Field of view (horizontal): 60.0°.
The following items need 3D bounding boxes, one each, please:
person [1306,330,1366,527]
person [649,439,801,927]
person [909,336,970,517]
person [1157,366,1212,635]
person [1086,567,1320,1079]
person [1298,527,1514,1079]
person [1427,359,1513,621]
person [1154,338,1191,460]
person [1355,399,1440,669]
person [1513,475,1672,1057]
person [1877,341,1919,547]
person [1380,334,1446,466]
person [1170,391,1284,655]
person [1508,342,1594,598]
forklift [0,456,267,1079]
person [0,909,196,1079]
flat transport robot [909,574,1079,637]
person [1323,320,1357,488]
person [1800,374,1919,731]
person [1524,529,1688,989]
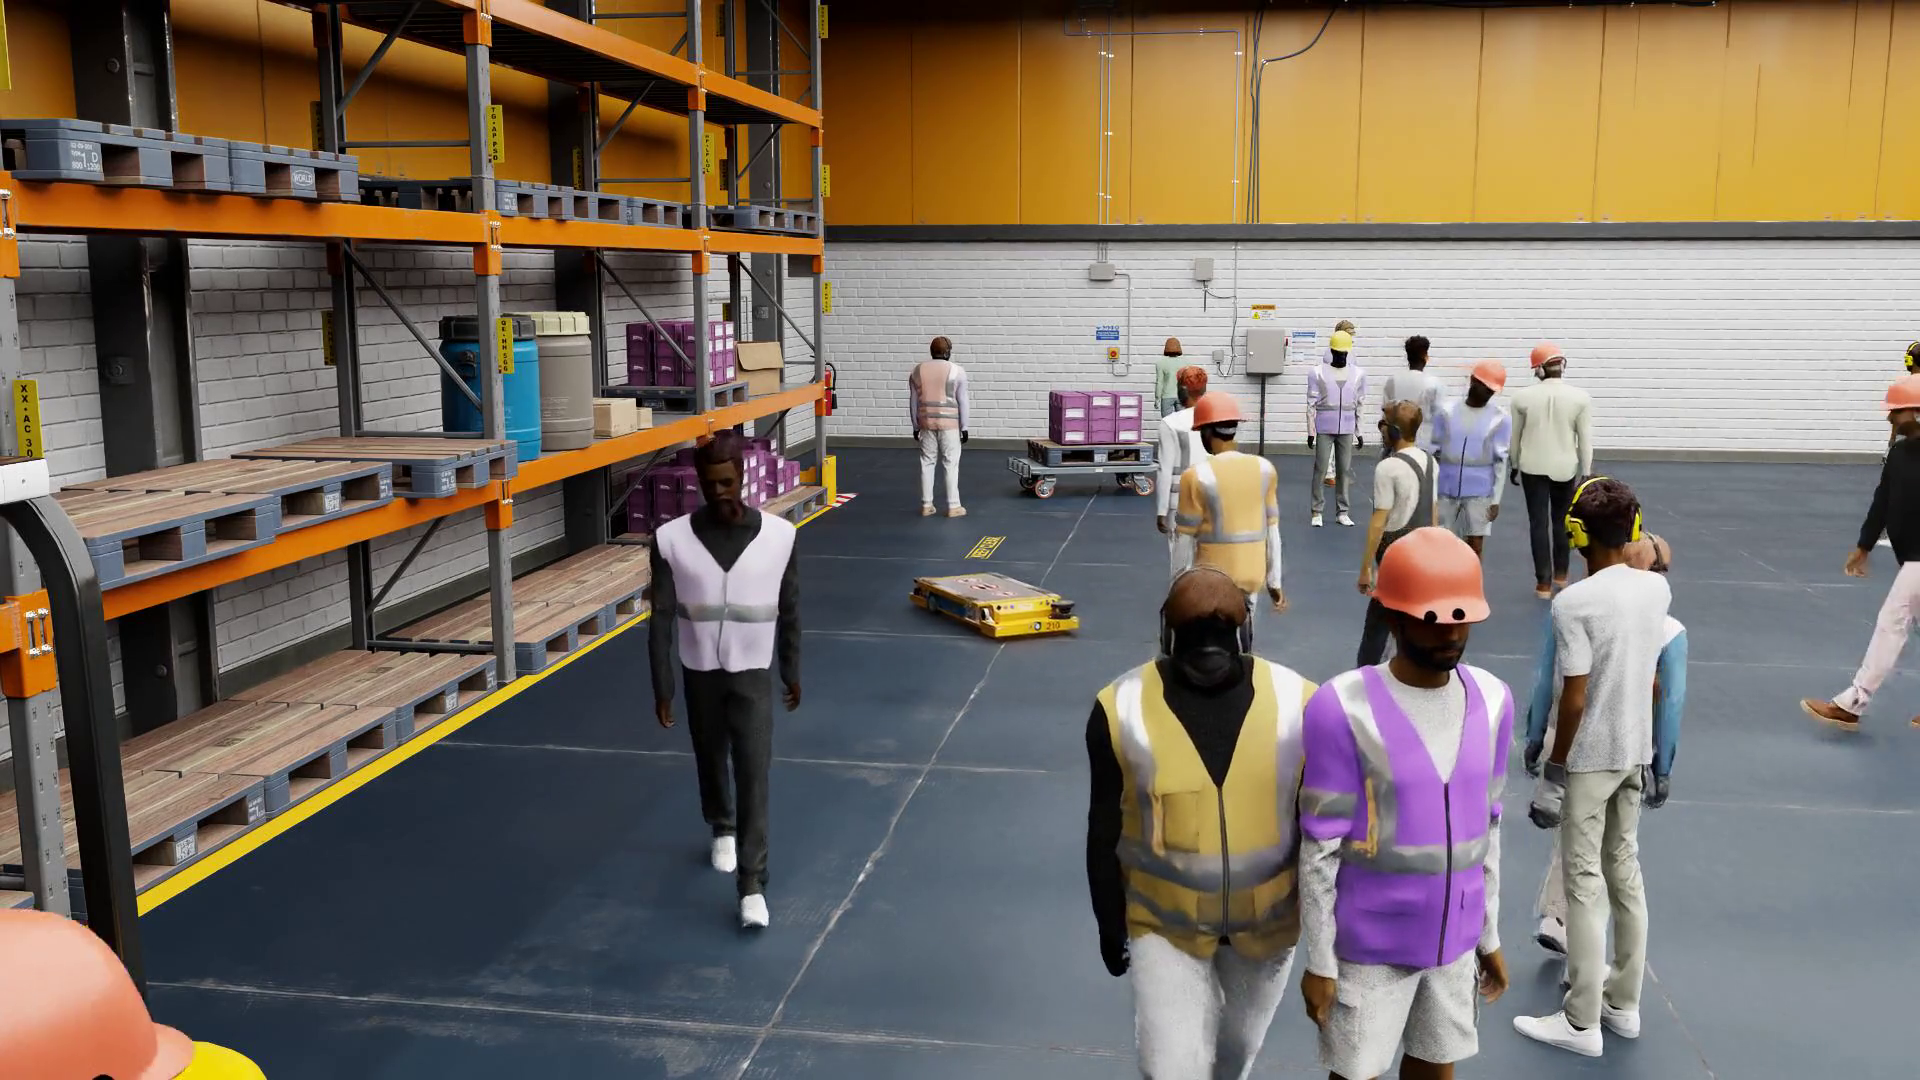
[{"bbox_3d":[3.686,-1.088,16.312,0.587,1.926,0.368,-1,9,-5],"label":"person"},{"bbox_3d":[-0.932,0.520,6.621,0.597,1.857,1.048,-1,9,-7],"label":"person"},{"bbox_3d":[-0.196,-1.157,16.996,0.634,1.841,0.429,3,10,20],"label":"person"},{"bbox_3d":[1.573,-0.234,11.215,0.574,1.876,0.340,-4,10,-22],"label":"person"},{"bbox_3d":[0.635,0.946,4.186,0.633,1.802,0.949,0,9,-1],"label":"person"},{"bbox_3d":[1.053,0.923,3.877,0.551,1.934,0.373,-3,10,-19],"label":"person"},{"bbox_3d":[3.553,-0.356,11.944,0.737,1.897,0.349,6,11,32],"label":"person"},{"bbox_3d":[2.786,-1.836,21.827,0.501,1.631,0.286,-2,10,-14],"label":"person"},{"bbox_3d":[2.493,0.112,9.326,0.529,1.807,0.944,-9,13,-44],"label":"person"},{"bbox_3d":[2.031,0.723,5.341,0.521,1.864,0.334,-6,11,-31],"label":"person"},{"bbox_3d":[8.593,-0.852,15.027,0.514,1.872,0.332,-2,9,-10],"label":"person"},{"bbox_3d":[4.080,-0.891,15.067,0.879,1.943,0.610,-8,12,-42],"label":"person"},{"bbox_3d":[1.323,0.181,8.609,0.565,1.882,0.978,-4,10,-24],"label":"person"},{"bbox_3d":[4.590,-0.560,12.979,0.634,1.938,0.918,2,10,15],"label":"person"},{"bbox_3d":[-2.328,0.975,2.765,2.313,2.155,1.214,1,9,9],"label":"forklift"},{"bbox_3d":[-0.814,1.277,1.637,0.647,1.946,0.980,4,10,21],"label":"person"},{"bbox_3d":[0.219,0.443,11.956,0.652,0.197,1.431,-4,10,-25],"label":"flat transport robot"},{"bbox_3d":[4.403,-1.581,19.310,0.356,1.938,0.633,6,11,35],"label":"person"},{"bbox_3d":[5.066,0.087,8.987,1.014,1.939,0.607,2,9,10],"label":"person"},{"bbox_3d":[2.246,0.765,5.845,0.444,1.609,0.525,-8,12,-39],"label":"person"}]
